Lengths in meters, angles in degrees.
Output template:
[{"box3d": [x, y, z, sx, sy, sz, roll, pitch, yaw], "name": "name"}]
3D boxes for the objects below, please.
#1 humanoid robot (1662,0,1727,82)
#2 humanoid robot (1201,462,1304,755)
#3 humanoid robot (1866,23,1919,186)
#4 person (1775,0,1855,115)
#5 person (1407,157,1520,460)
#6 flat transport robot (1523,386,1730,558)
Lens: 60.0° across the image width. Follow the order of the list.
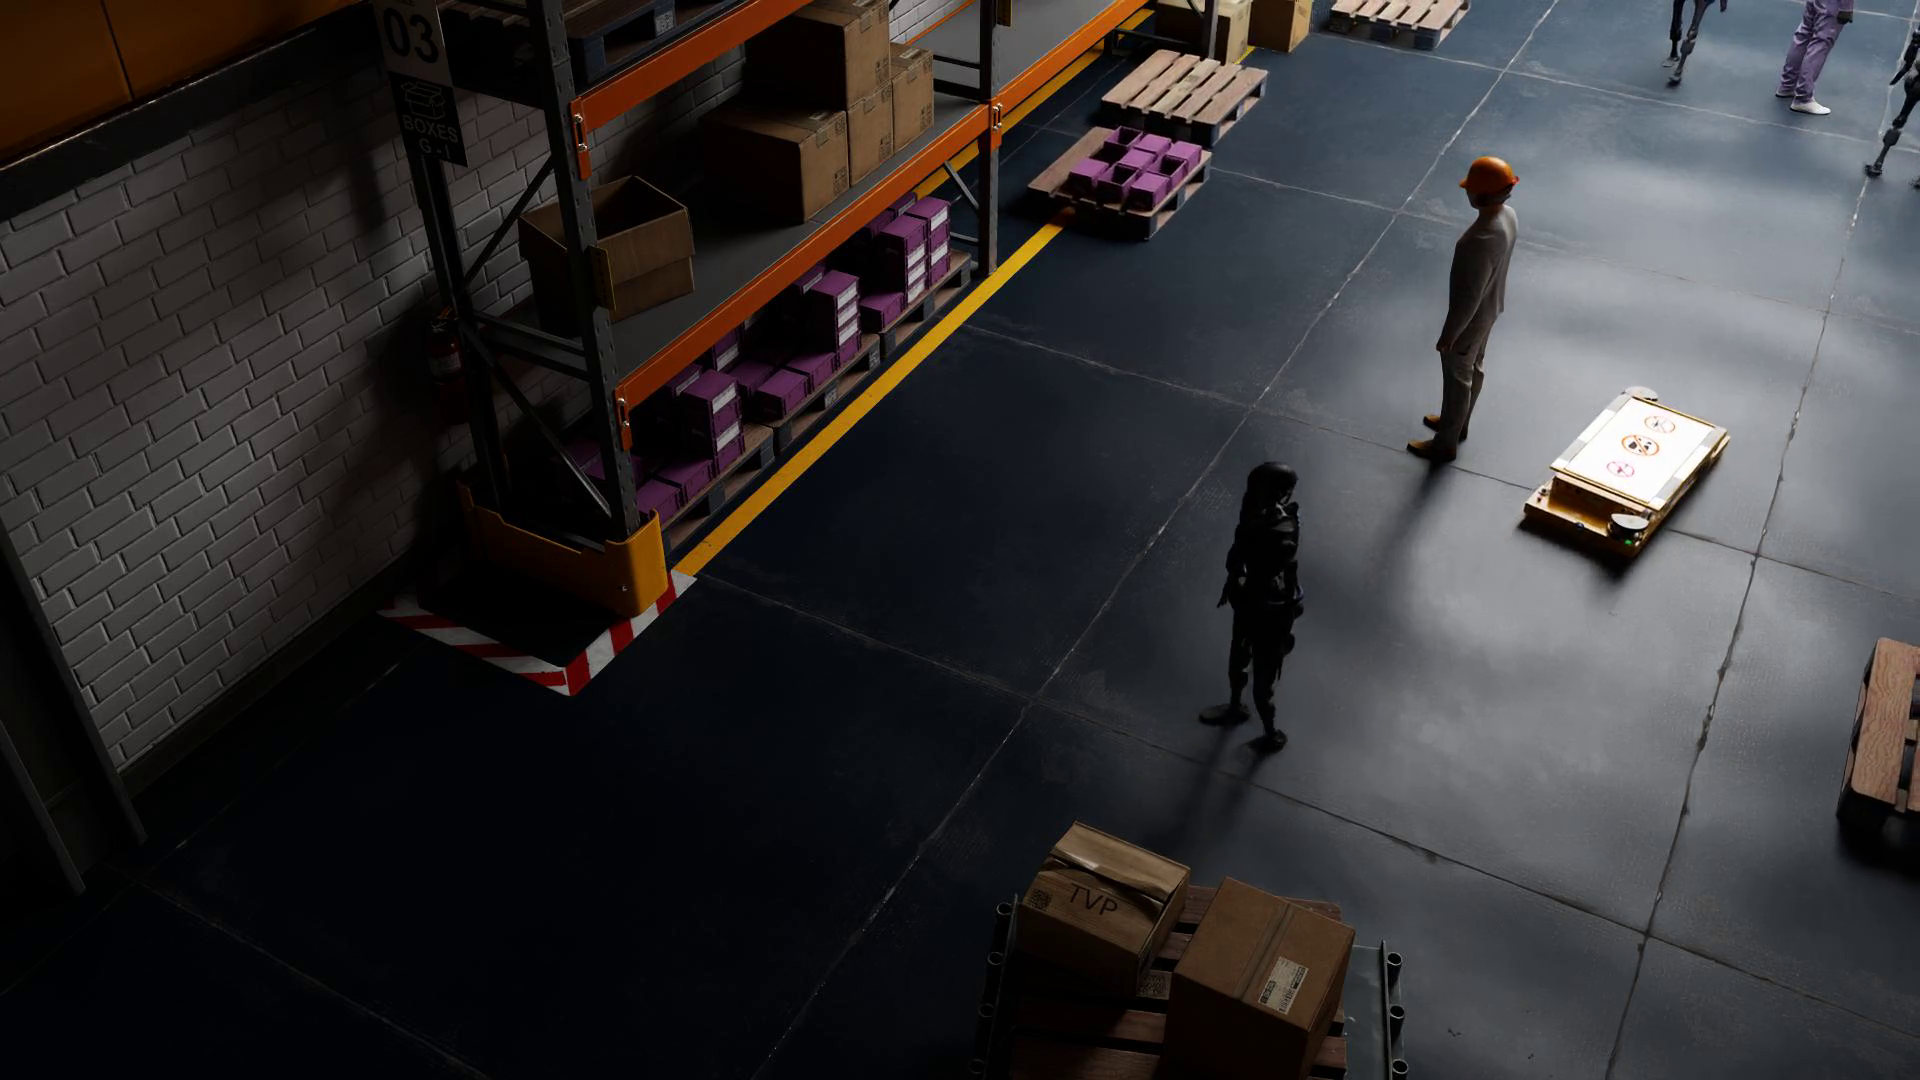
[{"box3d": [6.179, -4.704, 13.994, 0.614, 1.624, 0.724, 25, 45, 28], "name": "humanoid robot"}, {"box3d": [1.409, 0.325, 7.697, 0.353, 1.671, 0.614, -11, 40, -13], "name": "humanoid robot"}, {"box3d": [7.296, -3.472, 12.427, 0.602, 1.636, 0.381, 30, 47, 32], "name": "humanoid robot"}, {"box3d": [7.067, -4.416, 13.427, 0.414, 1.912, 0.641, 0, 39, 0], "name": "person"}, {"box3d": [2.923, -1.321, 9.576, 0.375, 1.889, 0.571, 22, 44, 25], "name": "person"}, {"box3d": [3.939, -0.427, 9.754, 0.659, 0.231, 1.431, 28, 46, 30], "name": "flat transport robot"}]
